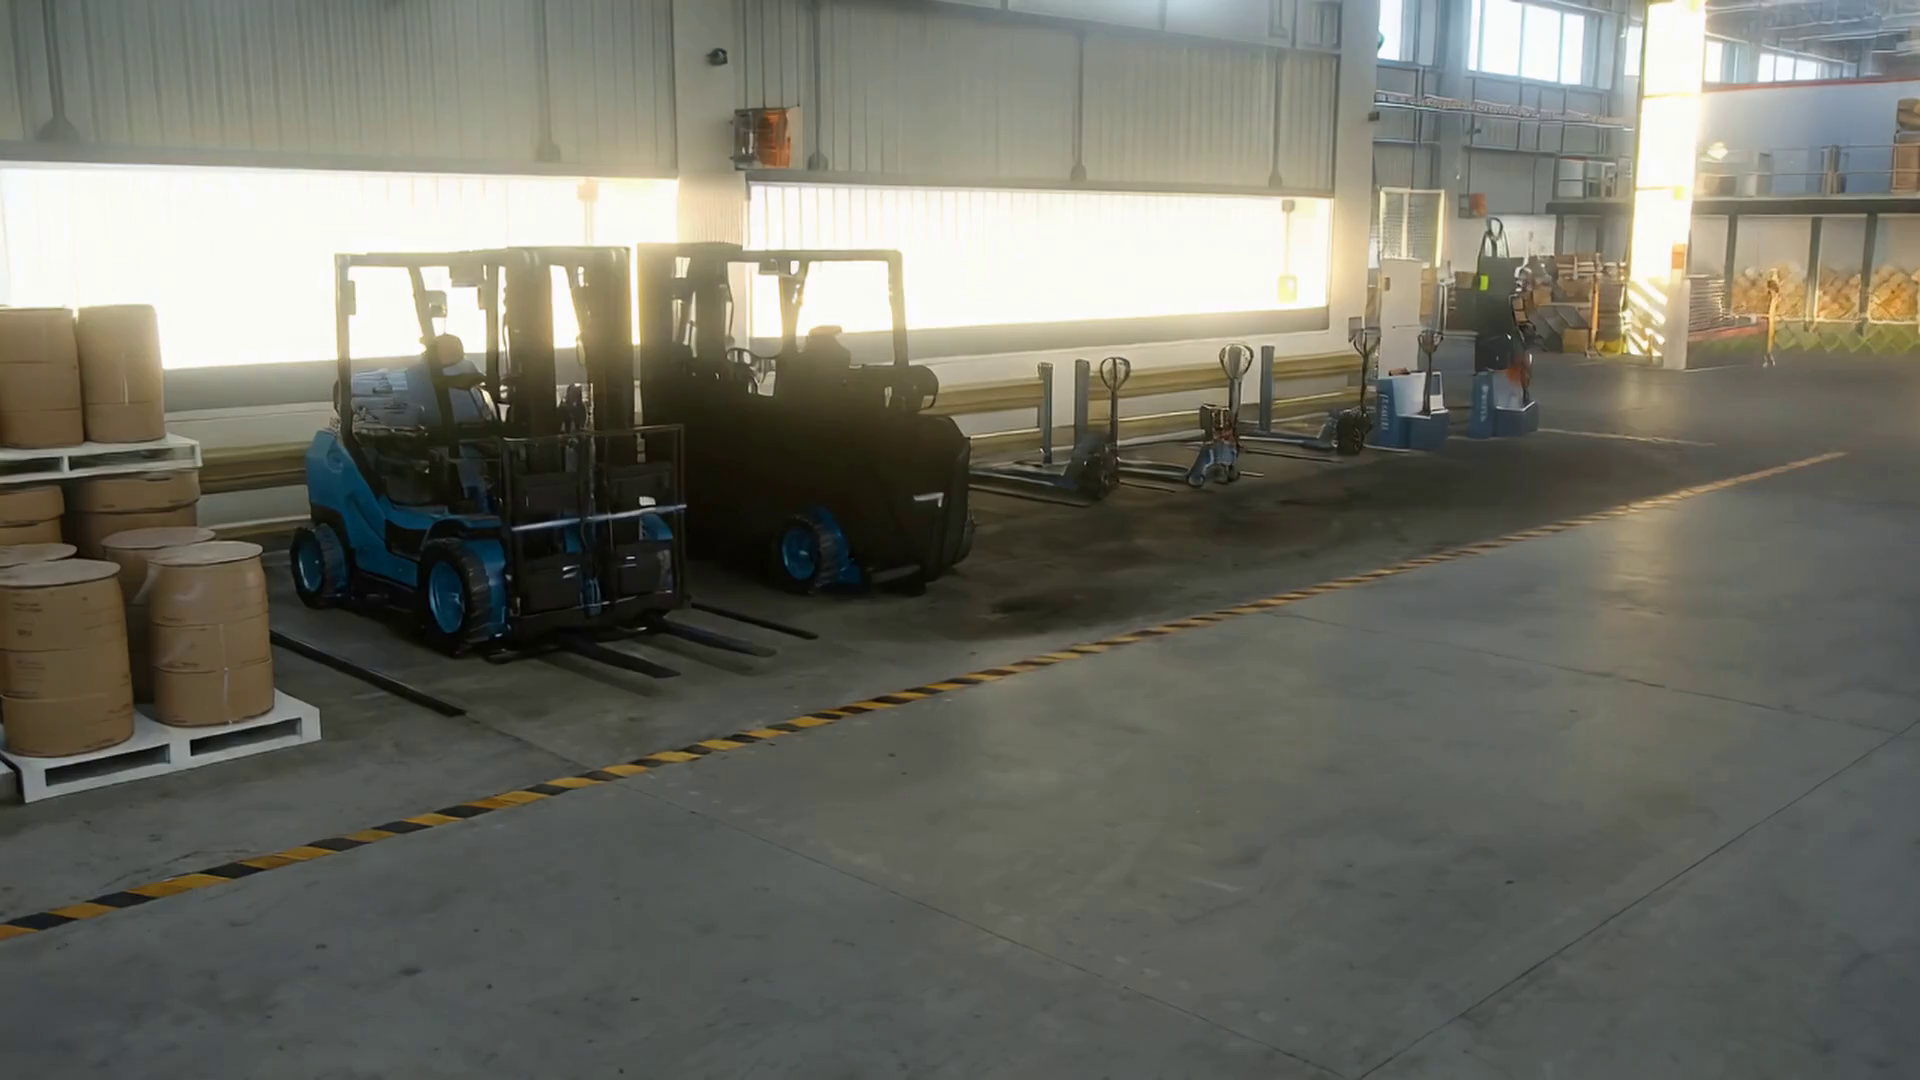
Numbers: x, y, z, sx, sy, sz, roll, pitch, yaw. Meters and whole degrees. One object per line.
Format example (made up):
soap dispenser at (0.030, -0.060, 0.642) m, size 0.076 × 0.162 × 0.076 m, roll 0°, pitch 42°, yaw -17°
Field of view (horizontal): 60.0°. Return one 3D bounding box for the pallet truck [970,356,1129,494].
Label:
pallet truck at (0.784, -1.085, 14.876) m, size 0.680 × 1.201 × 1.601 m, roll -10°, pitch 14°, yaw -44°

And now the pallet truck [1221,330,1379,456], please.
pallet truck at (3.563, -1.581, 17.381) m, size 0.653 × 1.274 × 1.630 m, roll -10°, pitch 14°, yaw -44°

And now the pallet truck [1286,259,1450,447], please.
pallet truck at (4.493, -2.078, 18.196) m, size 0.823 × 1.965 × 1.885 m, roll -9°, pitch 14°, yaw -40°

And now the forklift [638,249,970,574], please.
forklift at (-1.173, -0.958, 11.239) m, size 2.680 × 1.987 × 1.157 m, roll 10°, pitch 14°, yaw 43°

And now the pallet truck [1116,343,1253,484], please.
pallet truck at (1.962, -1.215, 15.415) m, size 1.522 × 1.261 × 0.704 m, roll 10°, pitch 14°, yaw 43°

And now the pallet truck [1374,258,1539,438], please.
pallet truck at (5.704, -2.208, 18.901) m, size 1.885 × 1.965 × 0.823 m, roll 10°, pitch 14°, yaw 43°

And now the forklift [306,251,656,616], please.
forklift at (-2.833, -0.669, 9.694) m, size 1.157 × 1.987 × 2.680 m, roll -10°, pitch 14°, yaw -44°
